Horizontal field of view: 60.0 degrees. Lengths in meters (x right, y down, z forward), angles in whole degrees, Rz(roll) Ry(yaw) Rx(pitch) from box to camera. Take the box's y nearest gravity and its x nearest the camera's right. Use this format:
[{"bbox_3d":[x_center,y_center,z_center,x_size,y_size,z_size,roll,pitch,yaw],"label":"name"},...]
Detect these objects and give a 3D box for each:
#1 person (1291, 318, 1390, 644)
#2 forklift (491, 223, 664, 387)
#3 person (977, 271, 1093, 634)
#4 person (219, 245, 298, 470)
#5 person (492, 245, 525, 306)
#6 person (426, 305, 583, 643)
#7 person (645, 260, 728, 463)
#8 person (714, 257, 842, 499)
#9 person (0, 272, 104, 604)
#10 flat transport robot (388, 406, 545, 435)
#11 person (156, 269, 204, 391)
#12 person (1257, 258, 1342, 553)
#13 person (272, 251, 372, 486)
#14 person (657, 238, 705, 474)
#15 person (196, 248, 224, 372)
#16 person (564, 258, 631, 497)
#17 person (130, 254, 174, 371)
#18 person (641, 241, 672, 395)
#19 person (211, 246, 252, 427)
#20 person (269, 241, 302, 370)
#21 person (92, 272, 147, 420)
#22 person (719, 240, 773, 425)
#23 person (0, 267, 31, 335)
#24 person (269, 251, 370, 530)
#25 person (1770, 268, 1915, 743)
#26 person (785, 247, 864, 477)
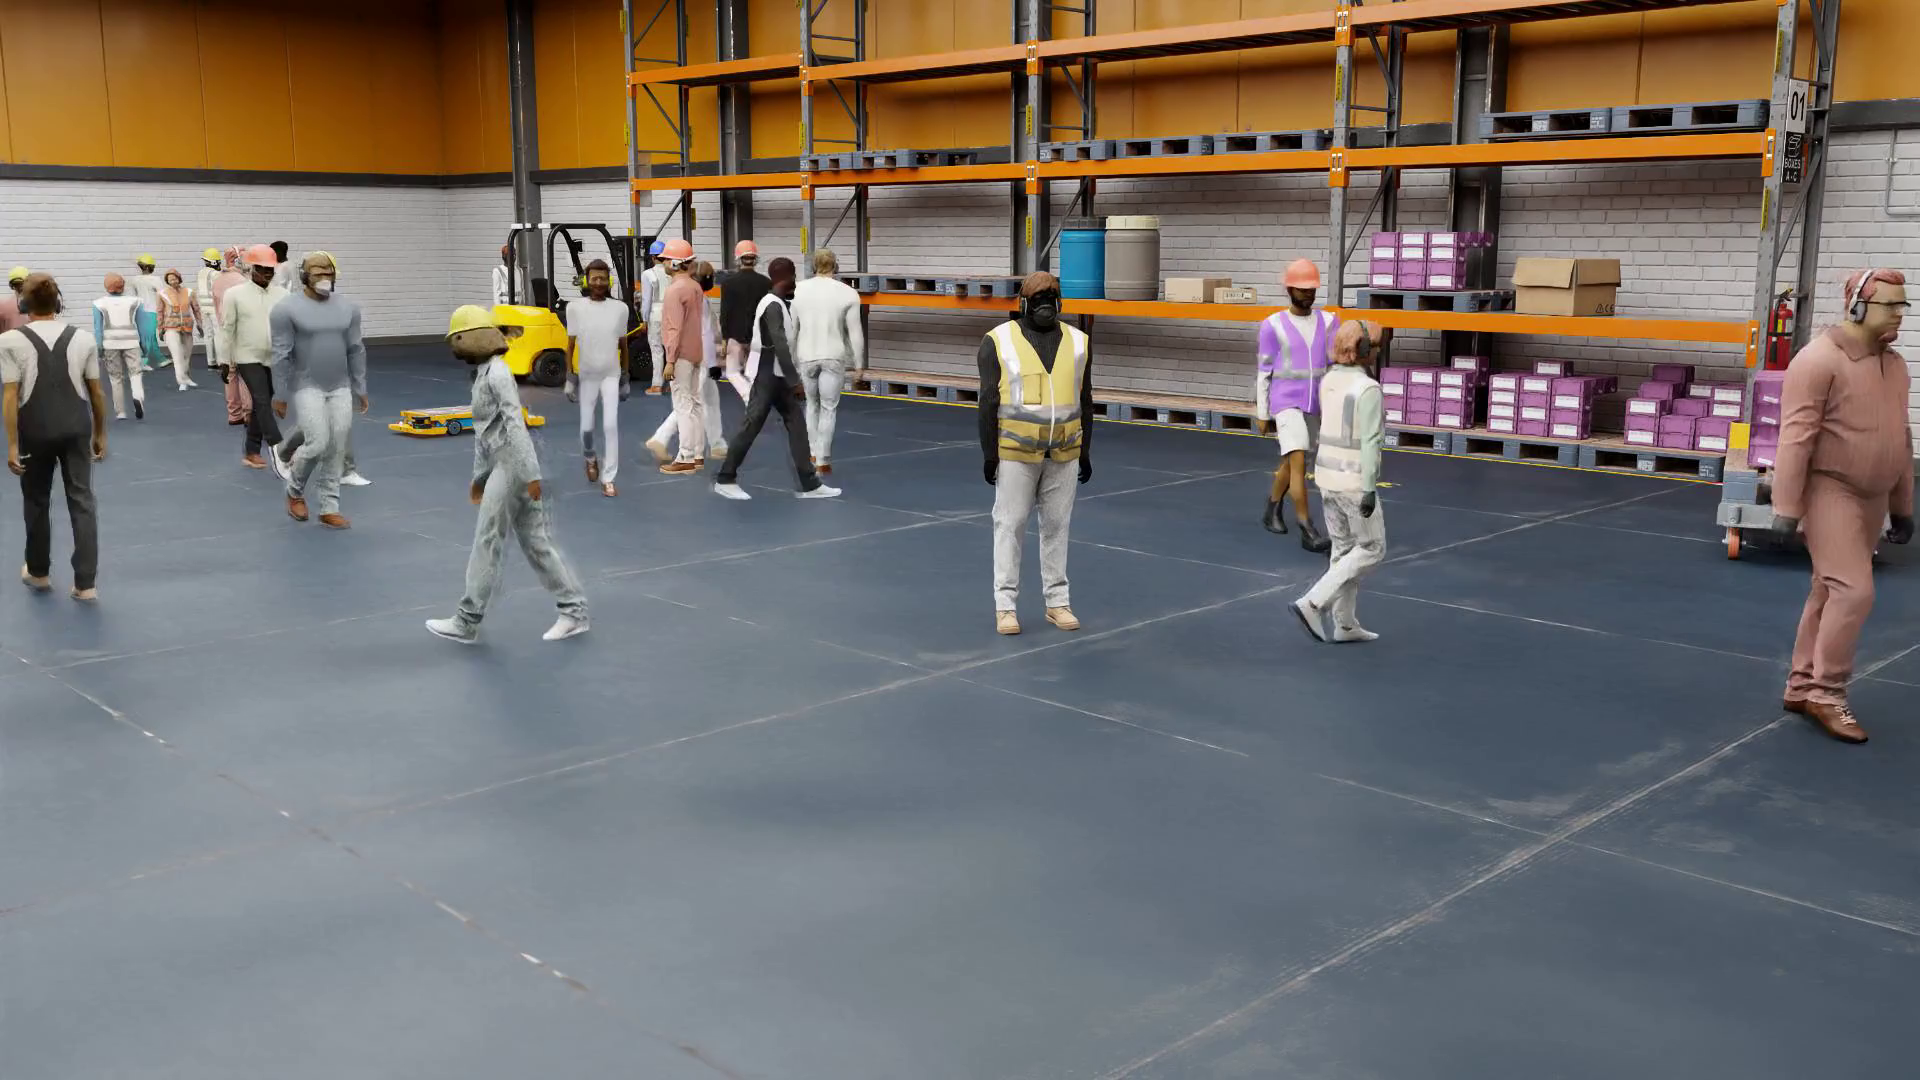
[{"bbox_3d":[1.868,-0.266,8.123,0.469,1.624,0.522,-3,11,-17],"label":"person"},{"bbox_3d":[-5.316,-3.263,22.920,2.313,2.155,1.214,-10,14,-44],"label":"forklift"},{"bbox_3d":[0.401,-0.443,8.503,0.627,1.844,0.429,-3,11,-18],"label":"person"},{"bbox_3d":[-5.928,-1.541,14.226,1.064,1.929,0.633,8,13,37],"label":"person"},{"bbox_3d":[-6.632,-3.395,24.519,0.351,1.878,0.568,6,12,28],"label":"person"},{"bbox_3d":[-2.267,-0.319,8.258,0.765,1.675,0.521,-3,11,-15],"label":"person"},{"bbox_3d":[-2.404,-1.585,14.845,0.835,1.819,0.619,-3,11,-17],"label":"person"},{"bbox_3d":[-1.449,-1.228,12.767,0.982,1.861,0.618,1,10,4],"label":"person"},{"bbox_3d":[-5.077,-0.573,9.294,0.523,1.808,0.882,-9,13,-39],"label":"person"},{"bbox_3d":[-5.111,-1.264,17.264,1.431,0.197,0.652,-10,14,-44],"label":"flat transport robot"},{"bbox_3d":[-10.310,-2.774,21.916,0.550,1.597,0.790,-10,14,-44],"label":"person"},{"bbox_3d":[2.216,-0.905,10.951,0.545,1.888,1.046,-3,11,-18],"label":"person"},{"bbox_3d":[-5.204,-1.372,13.424,0.748,1.906,0.591,4,11,19],"label":"person"},{"bbox_3d":[-2.370,-1.561,14.174,0.375,1.997,0.612,2,11,10],"label":"person"},{"bbox_3d":[-11.085,-3.424,24.779,0.600,1.831,0.404,8,13,37],"label":"person"},{"bbox_3d":[-2.857,-1.290,13.109,0.524,1.851,0.780,-3,11,-15],"label":"person"},{"bbox_3d":[-12.106,-3.410,24.995,0.545,1.725,0.872,4,11,19],"label":"person"},{"bbox_3d":[-3.793,-2.817,21.158,0.388,1.947,0.615,10,14,43],"label":"person"},{"bbox_3d":[-7.625,-2.159,17.680,0.637,1.911,0.406,8,13,37],"label":"person"},{"bbox_3d":[-10.058,-3.498,24.915,0.473,1.943,0.636,1,10,6],"label":"person"},{"bbox_3d":[-9.136,-2.100,18.125,0.523,1.621,0.616,-6,12,-30],"label":"person"},{"bbox_3d":[-2.190,-2.126,17.308,0.636,1.974,0.575,-7,13,-34],"label":"person"},{"bbox_3d":[-9.208,-1.825,16.387,0.526,1.718,0.913,-6,12,-30],"label":"person"},{"bbox_3d":[-4.416,-1.021,11.466,0.510,1.918,0.632,9,13,39],"label":"person"},{"bbox_3d":[3.640,-0.137,6.707,0.677,1.885,0.659,-6,12,-29],"label":"person"},{"bbox_3d":[-1.132,-1.504,14.074,0.672,1.911,0.668,2,11,8],"label":"person"}]
